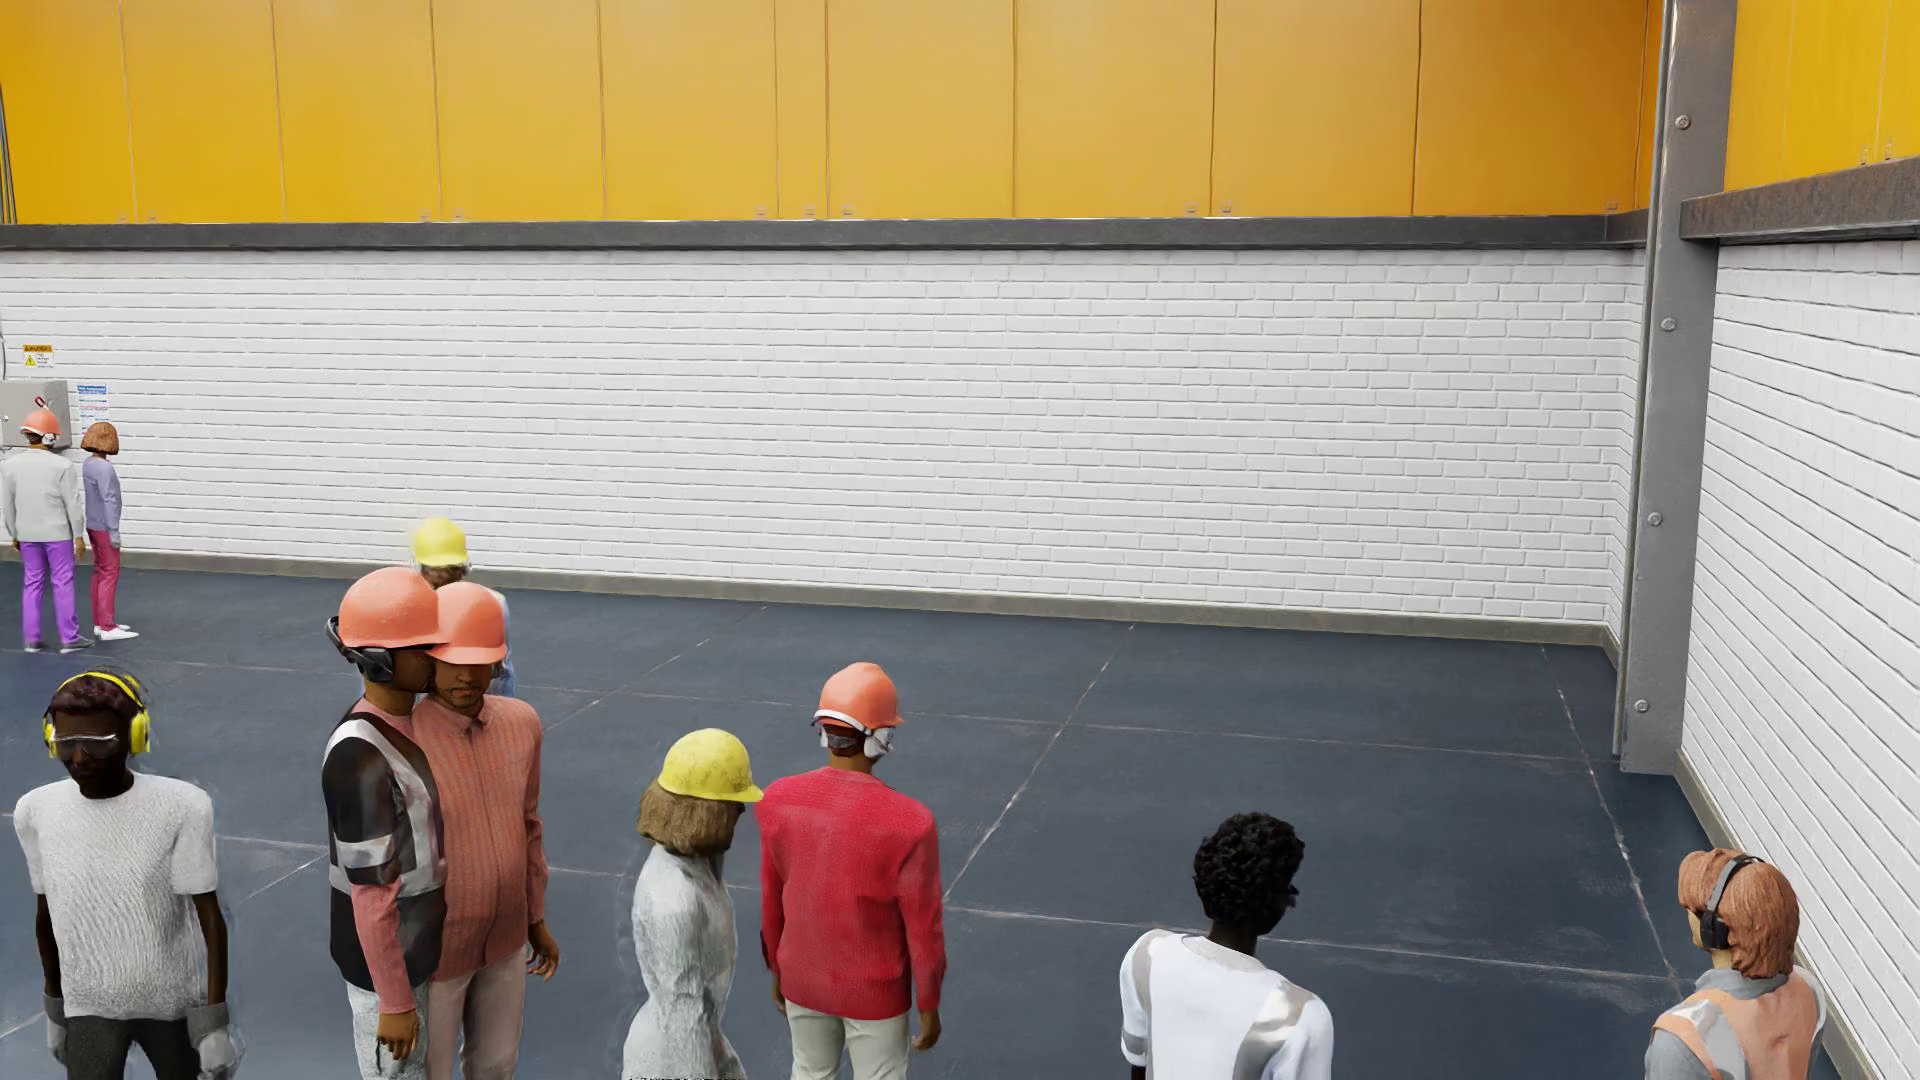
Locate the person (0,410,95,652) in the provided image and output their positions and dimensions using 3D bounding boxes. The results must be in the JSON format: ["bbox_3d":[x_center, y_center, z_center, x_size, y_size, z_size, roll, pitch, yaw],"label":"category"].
[{"bbox_3d":[-6.580,-0.044,11.965,0.588,1.758,0.457,1,10,5],"label":"person"}]

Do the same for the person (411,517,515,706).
[{"bbox_3d":[-2.159,0.775,6.934,0.611,1.801,0.861,-6,11,-31],"label":"person"}]

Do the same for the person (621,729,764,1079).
[{"bbox_3d":[-0.759,1.291,4.186,0.857,1.695,0.514,0,10,1],"label":"person"}]

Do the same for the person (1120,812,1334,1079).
[{"bbox_3d":[0.563,1.402,3.556,0.321,1.685,0.542,-9,13,-43],"label":"person"}]

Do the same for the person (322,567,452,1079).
[{"bbox_3d":[-1.459,1.079,4.410,0.378,2.045,0.605,-2,10,-12],"label":"person"}]

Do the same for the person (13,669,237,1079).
[{"bbox_3d":[-2.129,1.213,4.301,0.537,1.813,0.995,-1,10,-7],"label":"person"}]

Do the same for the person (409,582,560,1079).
[{"bbox_3d":[-1.335,1.088,4.508,0.392,1.991,0.612,6,11,32],"label":"person"}]

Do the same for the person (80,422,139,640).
[{"bbox_3d":[-6.370,-0.069,12.407,0.275,1.628,0.500,-8,13,-40],"label":"person"}]

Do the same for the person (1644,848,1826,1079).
[{"bbox_3d":[1.580,1.440,3.473,0.514,1.641,0.308,-7,12,-35],"label":"person"}]

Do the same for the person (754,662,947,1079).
[{"bbox_3d":[-0.288,1.197,4.610,0.569,1.740,0.354,5,11,27],"label":"person"}]
